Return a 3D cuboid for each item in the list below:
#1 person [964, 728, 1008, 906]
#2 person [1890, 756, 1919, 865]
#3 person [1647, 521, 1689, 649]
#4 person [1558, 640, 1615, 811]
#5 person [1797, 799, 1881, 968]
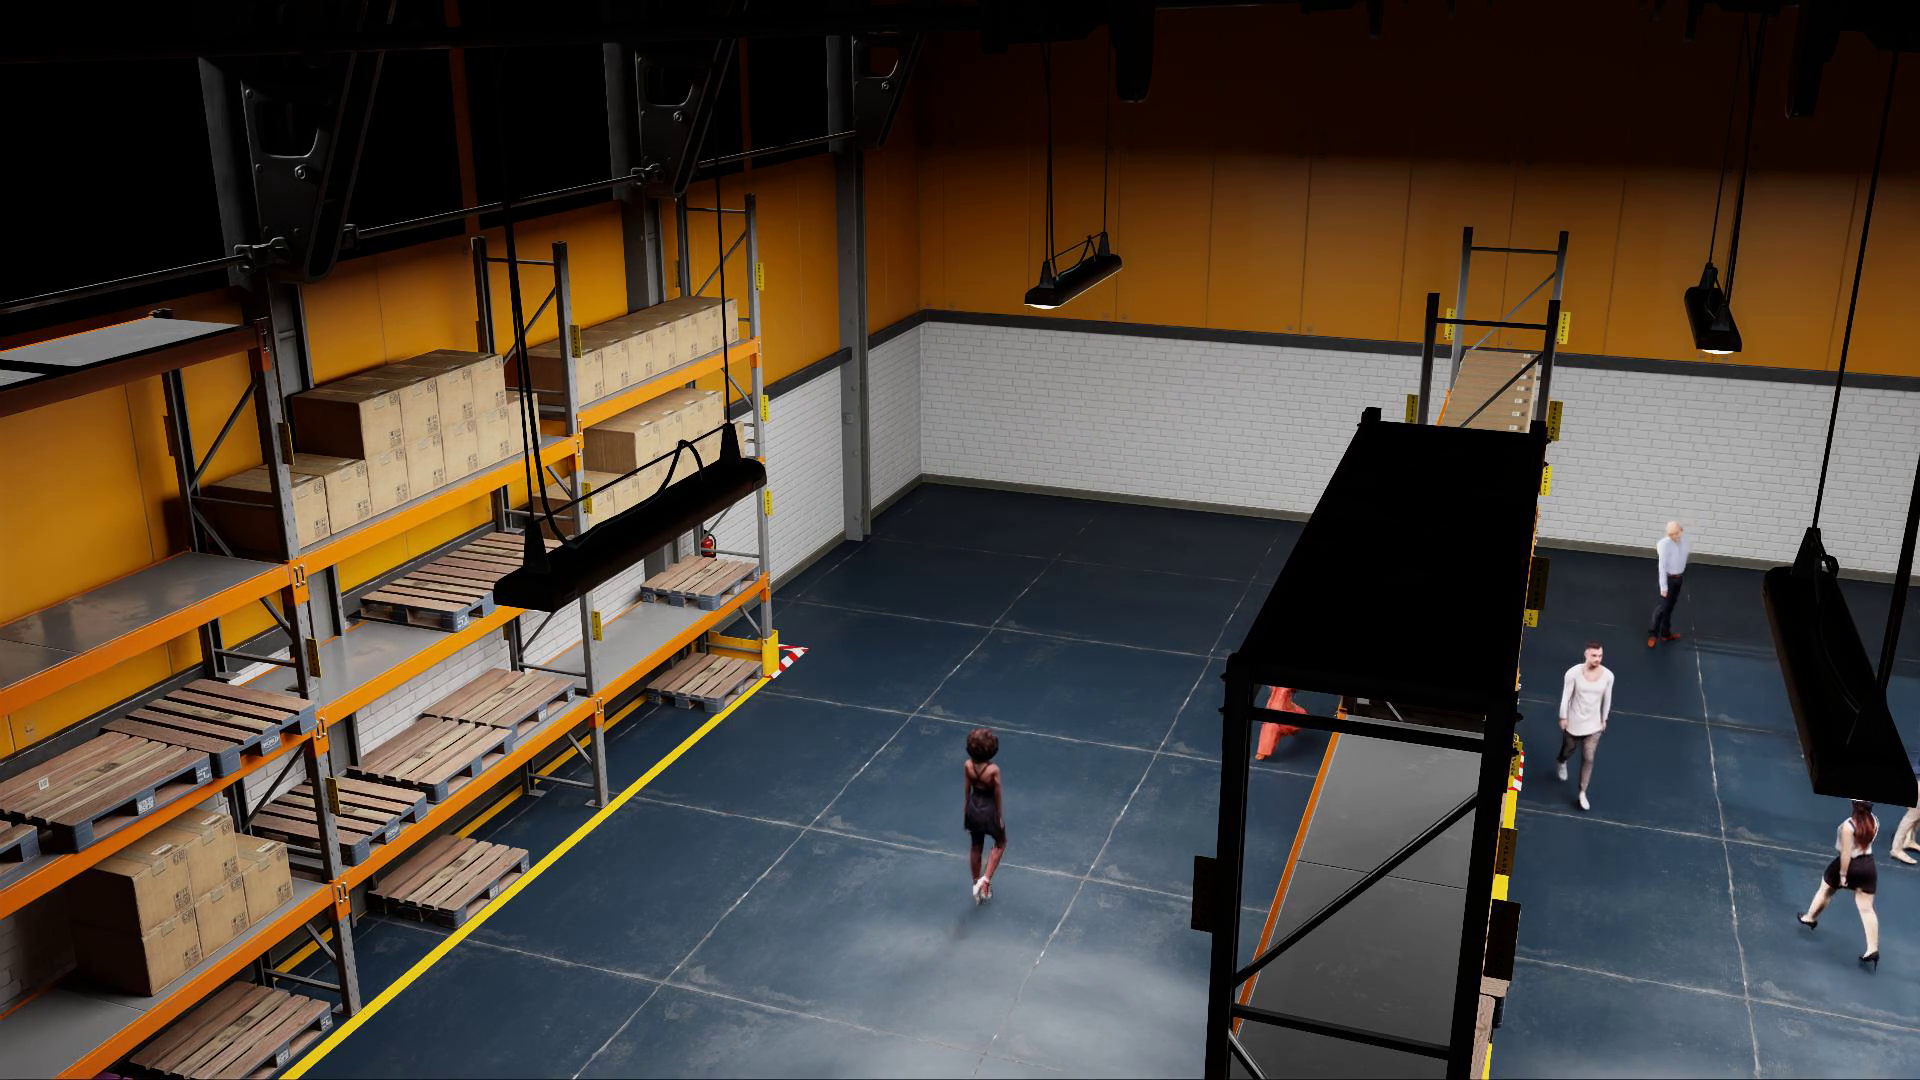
[{"bbox_3d":[0.185,2.638,15.593,0.625,1.777,0.691,10,21,28],"label":"person"},{"bbox_3d":[9.583,2.388,16.471,0.689,1.690,0.787,-15,24,-38],"label":"person"},{"bbox_3d":[9.351,0.546,21.839,0.818,1.755,0.919,-16,24,-39],"label":"person"},{"bbox_3d":[6.610,1.901,17.713,0.818,1.819,1.125,2,19,7],"label":"person"},{"bbox_3d":[8.005,3.008,14.777,1.006,1.596,1.152,-6,19,-17],"label":"person"}]
